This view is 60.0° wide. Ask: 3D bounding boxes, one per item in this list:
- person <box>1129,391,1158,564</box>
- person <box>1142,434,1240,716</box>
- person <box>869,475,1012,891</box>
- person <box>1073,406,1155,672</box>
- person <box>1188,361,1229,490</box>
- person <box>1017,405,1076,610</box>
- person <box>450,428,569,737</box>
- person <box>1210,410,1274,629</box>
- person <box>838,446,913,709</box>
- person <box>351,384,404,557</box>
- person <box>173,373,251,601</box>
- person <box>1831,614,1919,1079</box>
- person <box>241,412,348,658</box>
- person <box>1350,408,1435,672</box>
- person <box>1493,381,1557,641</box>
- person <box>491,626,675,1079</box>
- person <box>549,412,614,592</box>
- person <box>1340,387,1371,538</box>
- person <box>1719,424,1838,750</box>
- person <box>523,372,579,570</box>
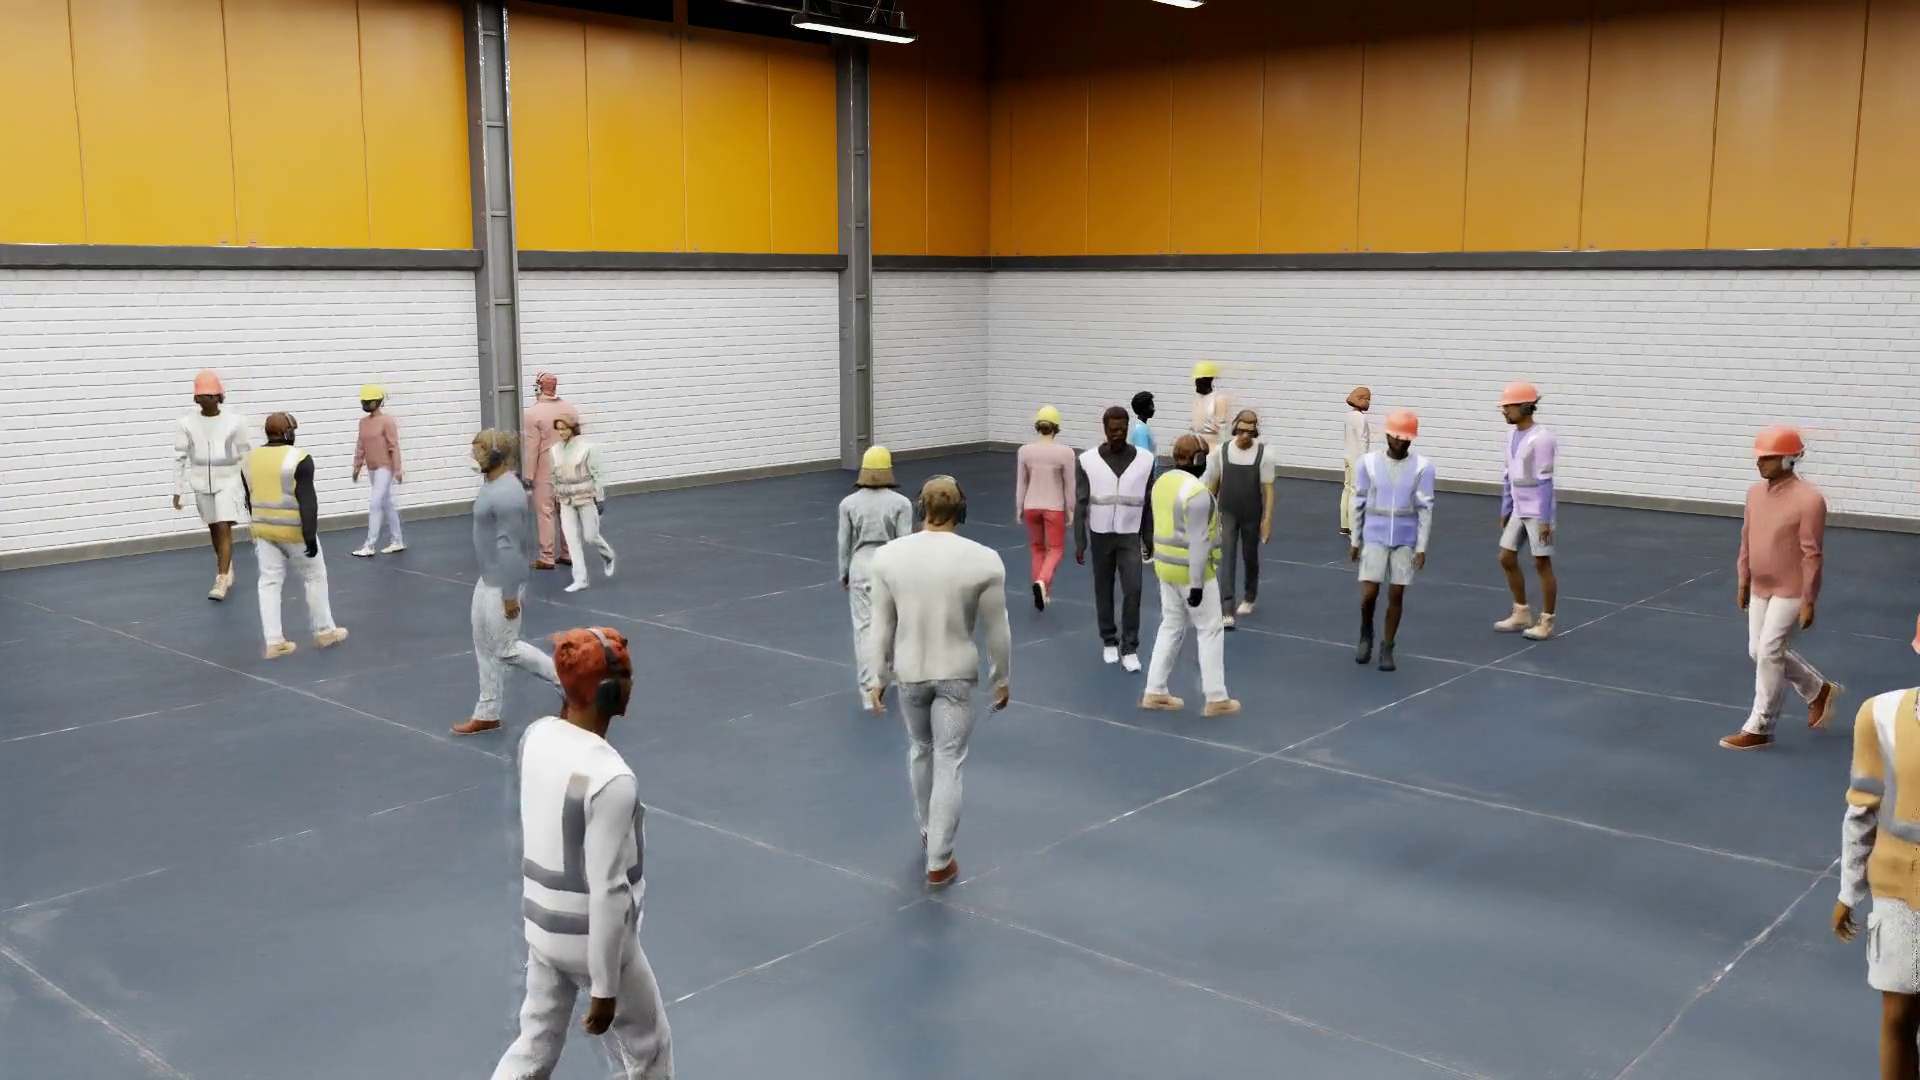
[{"bbox_3d":[1.794,-0.617,16.413,0.316,1.696,0.540,0,9,1],"label":"person"},{"bbox_3d":[1.458,0.221,10.774,0.600,1.813,0.642,-4,10,-22],"label":"person"},{"bbox_3d":[-0.063,0.630,7.928,0.652,1.900,0.920,2,9,14],"label":"person"},{"bbox_3d":[1.120,-0.005,11.950,0.612,1.886,0.796,0,9,-3],"label":"person"},{"bbox_3d":[2.625,-0.973,17.945,0.438,1.913,0.610,-4,10,-24],"label":"person"},{"bbox_3d":[0.700,-0.256,14.008,0.529,1.750,0.642,4,10,23],"label":"person"},{"bbox_3d":[-2.739,0.260,10.225,0.768,1.920,0.634,-3,10,-21],"label":"person"},{"bbox_3d":[2.280,-0.192,13.550,0.552,1.773,0.998,2,9,14],"label":"person"},{"bbox_3d":[-0.550,0.218,11.113,0.512,1.697,0.866,1,9,5],"label":"person"},{"bbox_3d":[-5.938,-0.691,16.712,0.553,1.733,0.784,7,11,37],"label":"person"},{"bbox_3d":[-6.601,-0.487,14.721,0.621,1.991,1.074,-2,9,-10],"label":"person"},{"bbox_3d":[3.050,1.071,5.152,0.566,1.916,0.647,8,12,42],"label":"person"},{"bbox_3d":[-5.008,-0.060,12.533,0.666,1.811,0.810,3,9,16],"label":"person"},{"bbox_3d":[3.068,0.005,11.832,0.560,1.908,0.471,2,9,13],"label":"person"},{"bbox_3d":[4.402,-0.226,12.983,0.523,2.018,0.615,-1,9,-8],"label":"person"},{"bbox_3d":[-1.139,1.160,4.828,0.966,1.849,0.593,-8,12,-43],"label":"person"},{"bbox_3d":[-3.412,-0.361,15.070,0.531,1.613,0.606,4,10,22],"label":"person"},{"bbox_3d":[4.307,-0.846,18.045,0.284,1.633,0.498,-1,9,-8],"label":"person"},{"bbox_3d":[4.980,0.279,9.965,0.780,1.967,0.628,-2,9,-12],"label":"person"},{"bbox_3d":[-3.979,-0.669,16.080,0.409,1.909,0.640,6,11,32],"label":"person"}]
